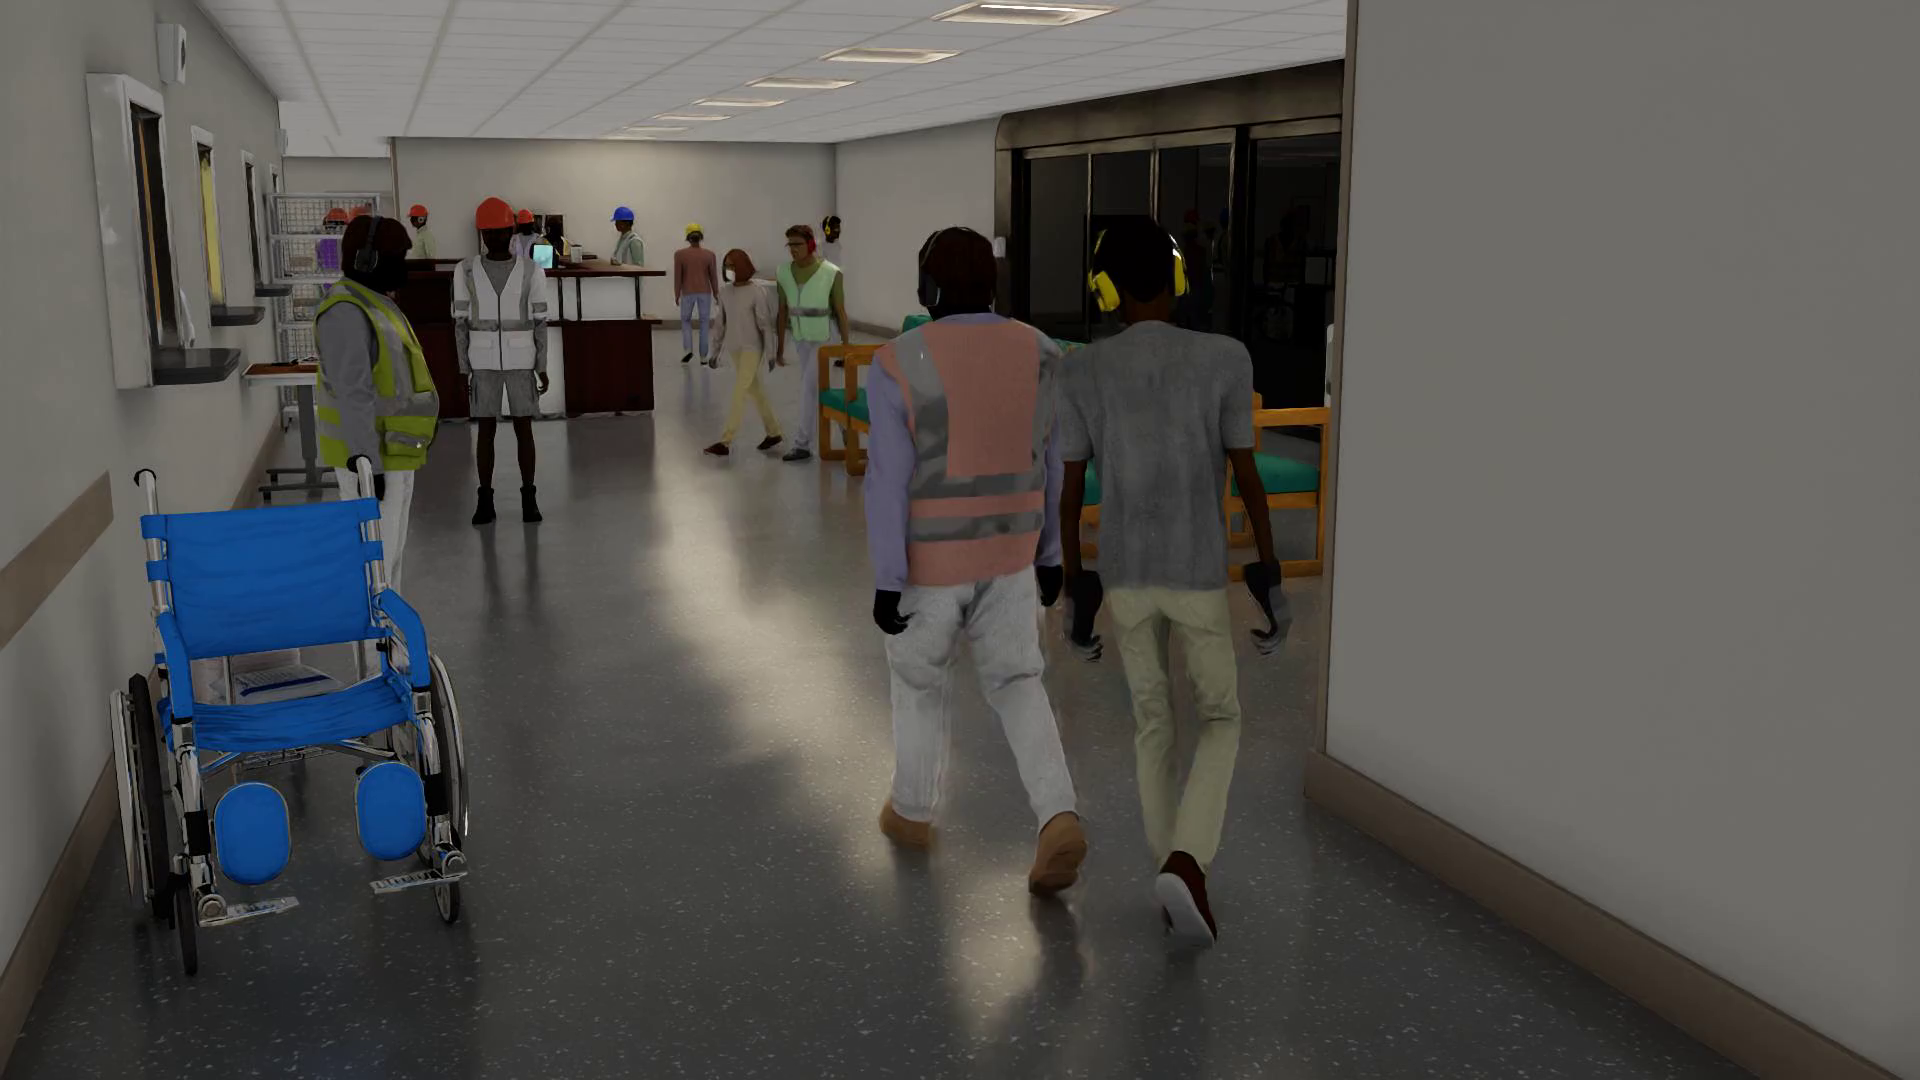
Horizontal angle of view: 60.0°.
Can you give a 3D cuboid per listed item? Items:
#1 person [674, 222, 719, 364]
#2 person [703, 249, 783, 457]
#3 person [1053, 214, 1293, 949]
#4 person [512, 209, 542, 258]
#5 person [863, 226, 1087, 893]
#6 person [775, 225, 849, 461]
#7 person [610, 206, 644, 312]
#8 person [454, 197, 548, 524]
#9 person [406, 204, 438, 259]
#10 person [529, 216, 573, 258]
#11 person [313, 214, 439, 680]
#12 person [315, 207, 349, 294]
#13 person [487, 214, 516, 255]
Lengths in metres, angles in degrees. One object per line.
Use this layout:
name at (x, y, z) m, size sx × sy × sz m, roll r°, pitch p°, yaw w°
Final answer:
person at (-3.267, -3.051, 20.645) m, size 0.558 × 1.758 × 0.347 m, roll -2°, pitch 11°, yaw -9°
person at (-1.676, -1.446, 12.849) m, size 0.519 × 1.581 × 0.877 m, roll 9°, pitch 14°, yaw 40°
person at (0.511, 0.129, 4.094) m, size 0.608 × 1.837 × 0.552 m, roll 3°, pitch 11°, yaw 14°
person at (-6.020, -3.639, 23.213) m, size 0.550 × 1.928 × 0.389 m, roll 2°, pitch 11°, yaw 12°
person at (0.049, 0.057, 4.562) m, size 0.636 × 1.816 × 0.867 m, roll -5°, pitch 12°, yaw -26°
person at (-1.089, -1.538, 12.814) m, size 0.587 × 1.781 × 0.955 m, roll 7°, pitch 13°, yaw 31°
person at (-4.133, -3.165, 20.721) m, size 0.390 × 1.946 × 0.614 m, roll -7°, pitch 13°, yaw -32°
person at (-2.736, -1.062, 9.962) m, size 0.542 × 1.939 × 0.359 m, roll -2°, pitch 11°, yaw -12°
person at (-7.692, -3.802, 23.869) m, size 0.397 × 1.992 × 0.621 m, roll -6°, pitch 13°, yaw -30°
person at (-5.008, -3.085, 20.617) m, size 0.429 × 1.835 × 0.628 m, roll 9°, pitch 14°, yaw 40°
person at (-2.194, -0.302, 6.324) m, size 0.430 × 1.839 × 0.619 m, roll -2°, pitch 11°, yaw -9°
person at (-7.377, -2.983, 19.829) m, size 0.543 × 1.932 × 0.370 m, roll 5°, pitch 12°, yaw 22°
person at (-5.746, -3.218, 21.146) m, size 0.606 × 1.879 × 0.667 m, roll -3°, pitch 11°, yaw -16°
